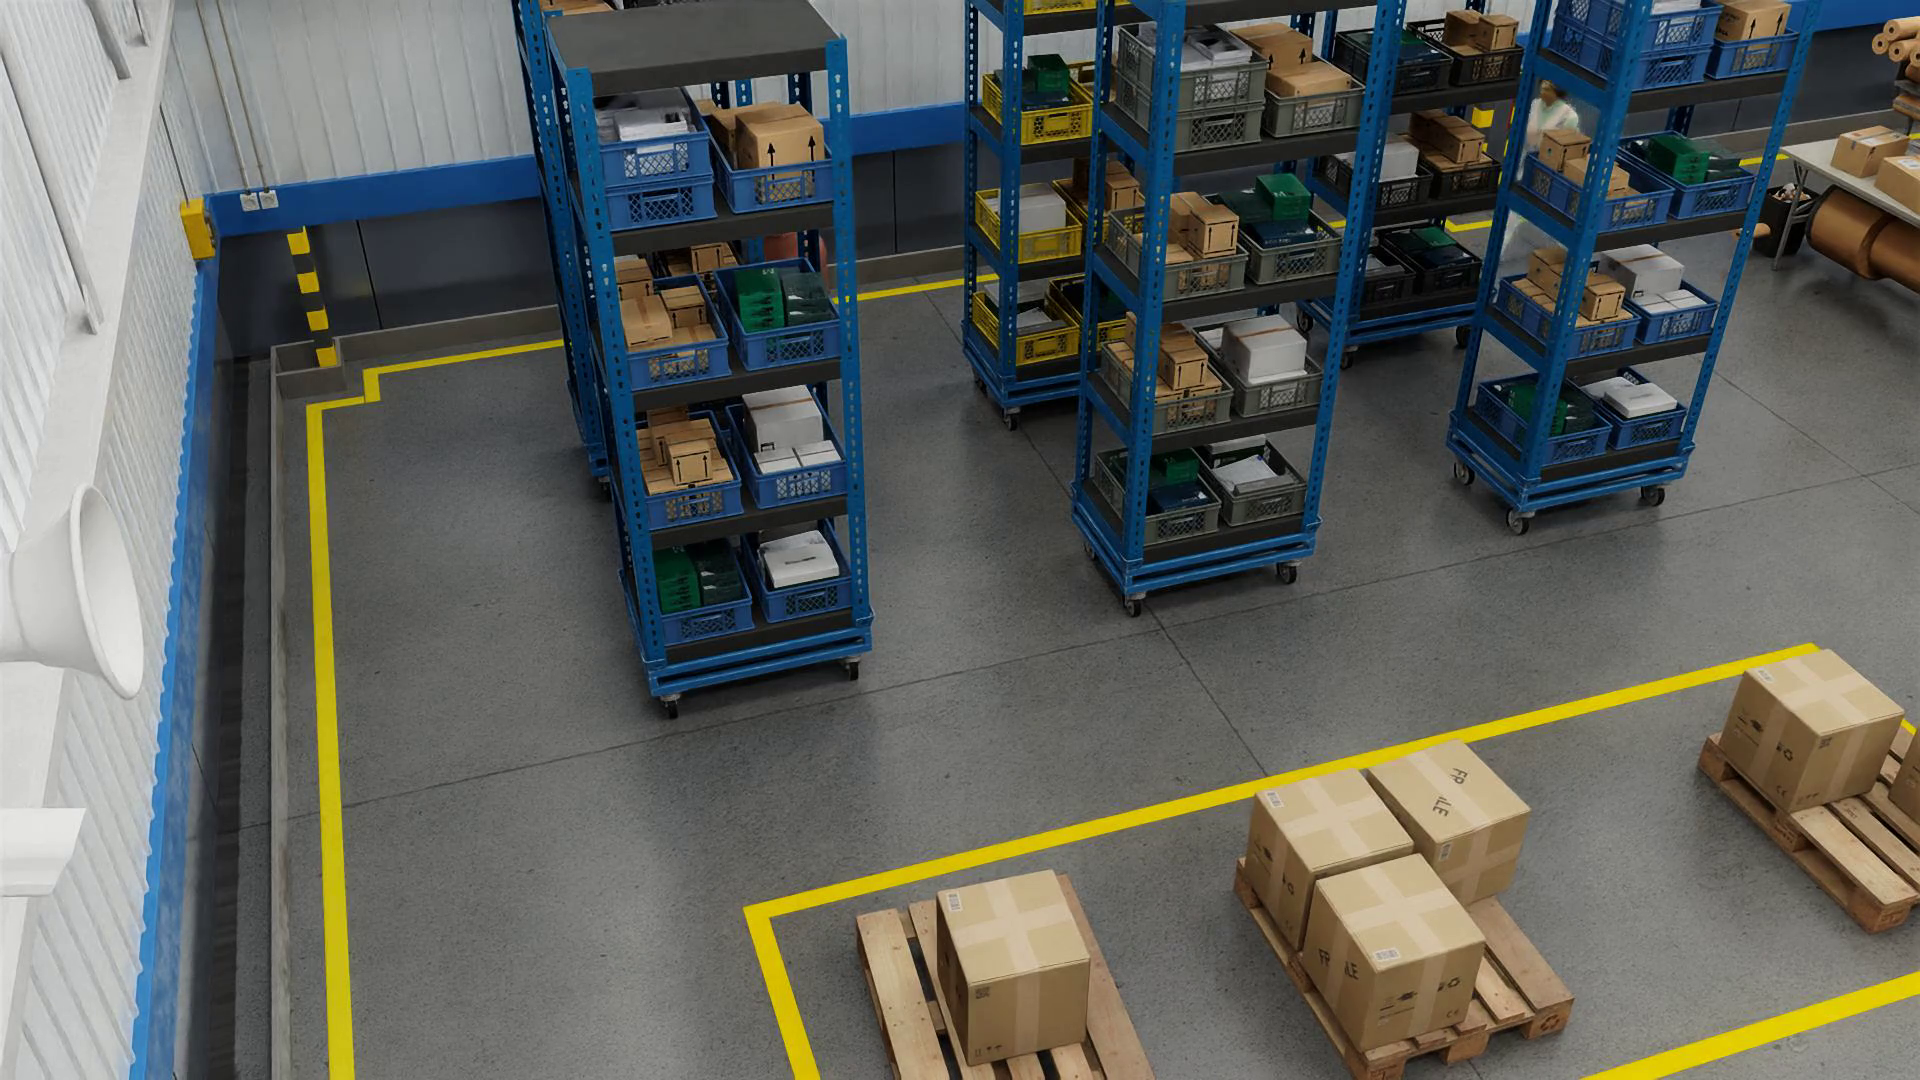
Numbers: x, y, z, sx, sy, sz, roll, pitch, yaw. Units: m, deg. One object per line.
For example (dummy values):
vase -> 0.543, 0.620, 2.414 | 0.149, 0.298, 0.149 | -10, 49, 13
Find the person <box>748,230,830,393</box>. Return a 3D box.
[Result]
person -> -1.094, -1.395, 10.524 | 0.611, 1.996, 0.379 | 22, 41, 28

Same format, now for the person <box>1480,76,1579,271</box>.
person -> 4.520, -2.869, 12.955 | 0.861, 1.594, 0.523 | -22, 41, -28
